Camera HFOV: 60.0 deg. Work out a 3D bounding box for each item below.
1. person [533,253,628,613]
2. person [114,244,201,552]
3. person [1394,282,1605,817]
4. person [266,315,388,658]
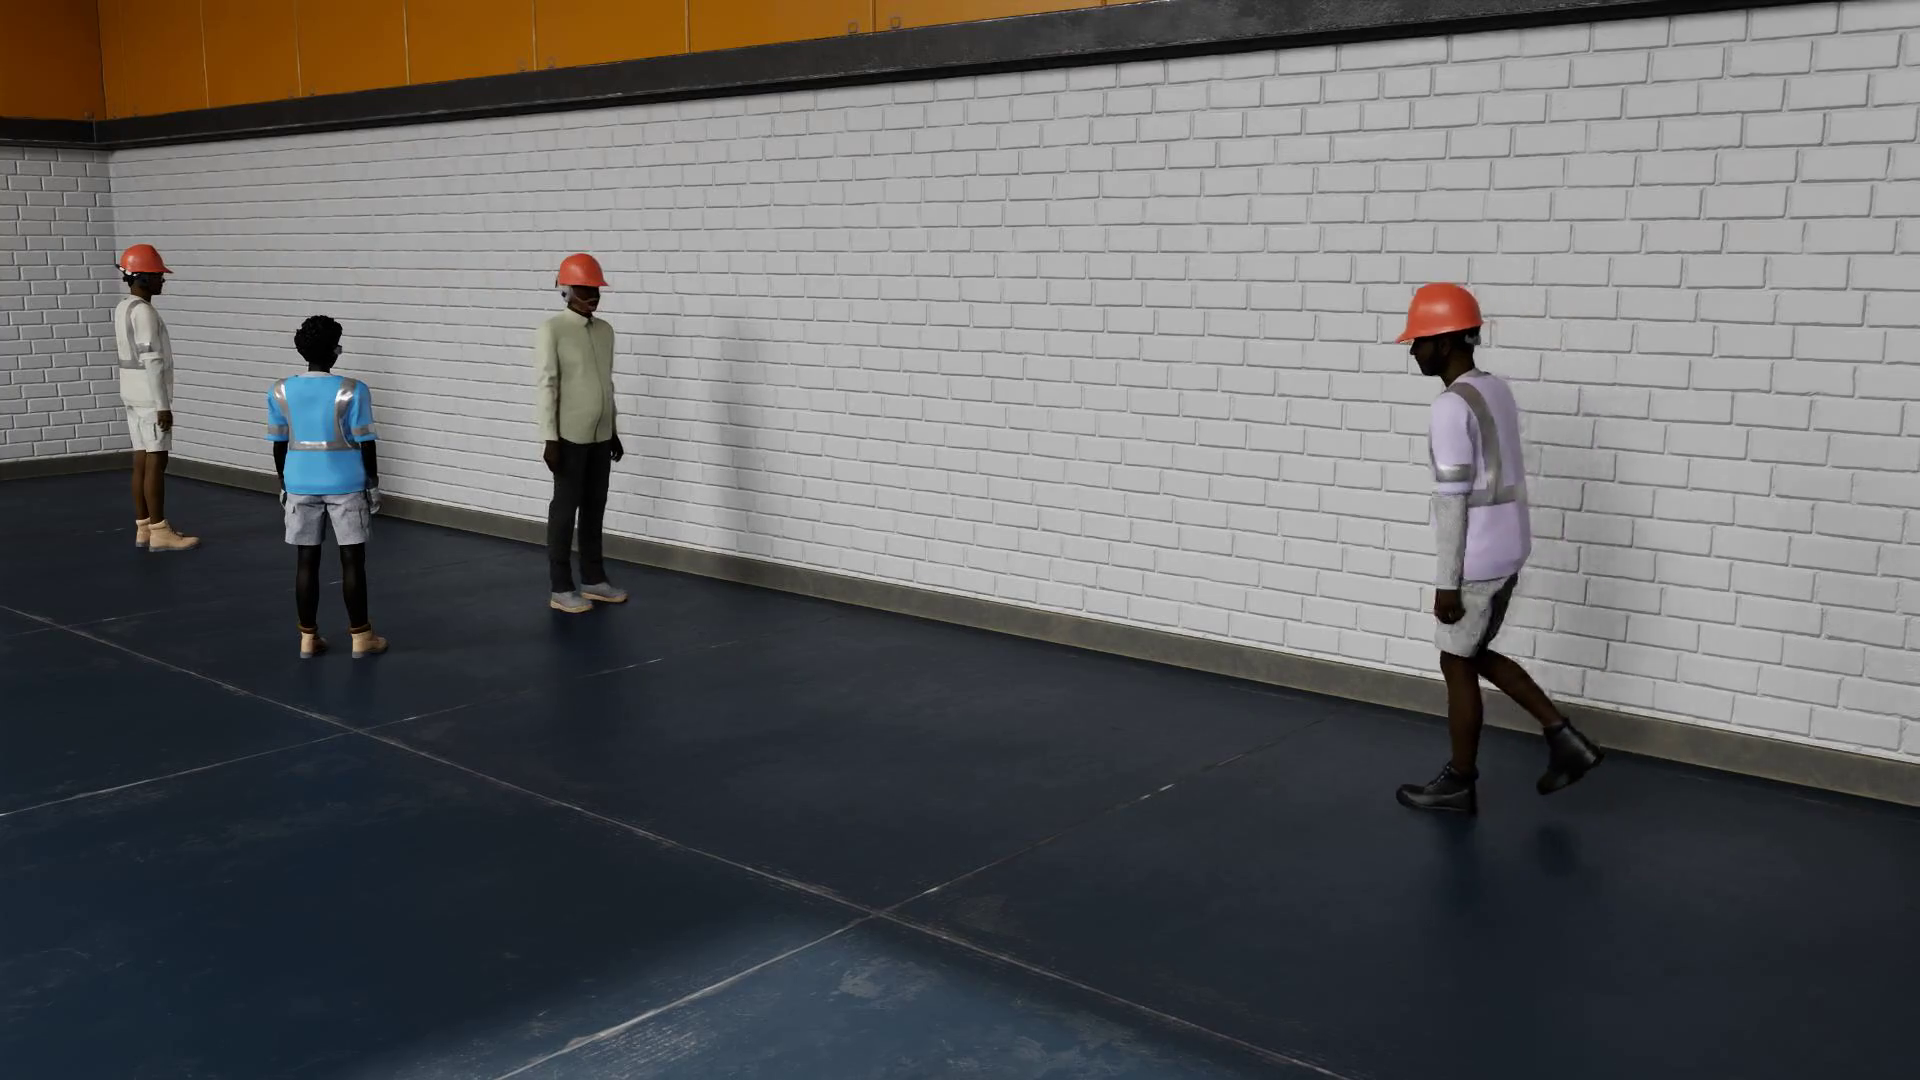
[{"bbox_3d":[-2.114,-0.602,9.341,0.396,1.992,0.622,5,11,27],"label":"person"},{"bbox_3d":[-5.416,-0.945,11.156,0.373,2.044,0.606,-9,13,-40],"label":"person"},{"bbox_3d":[1.834,0.064,5.801,0.692,1.908,0.559,6,12,32],"label":"person"},{"bbox_3d":[-3.113,-0.253,8.203,0.541,1.696,0.315,0,10,2],"label":"person"}]
